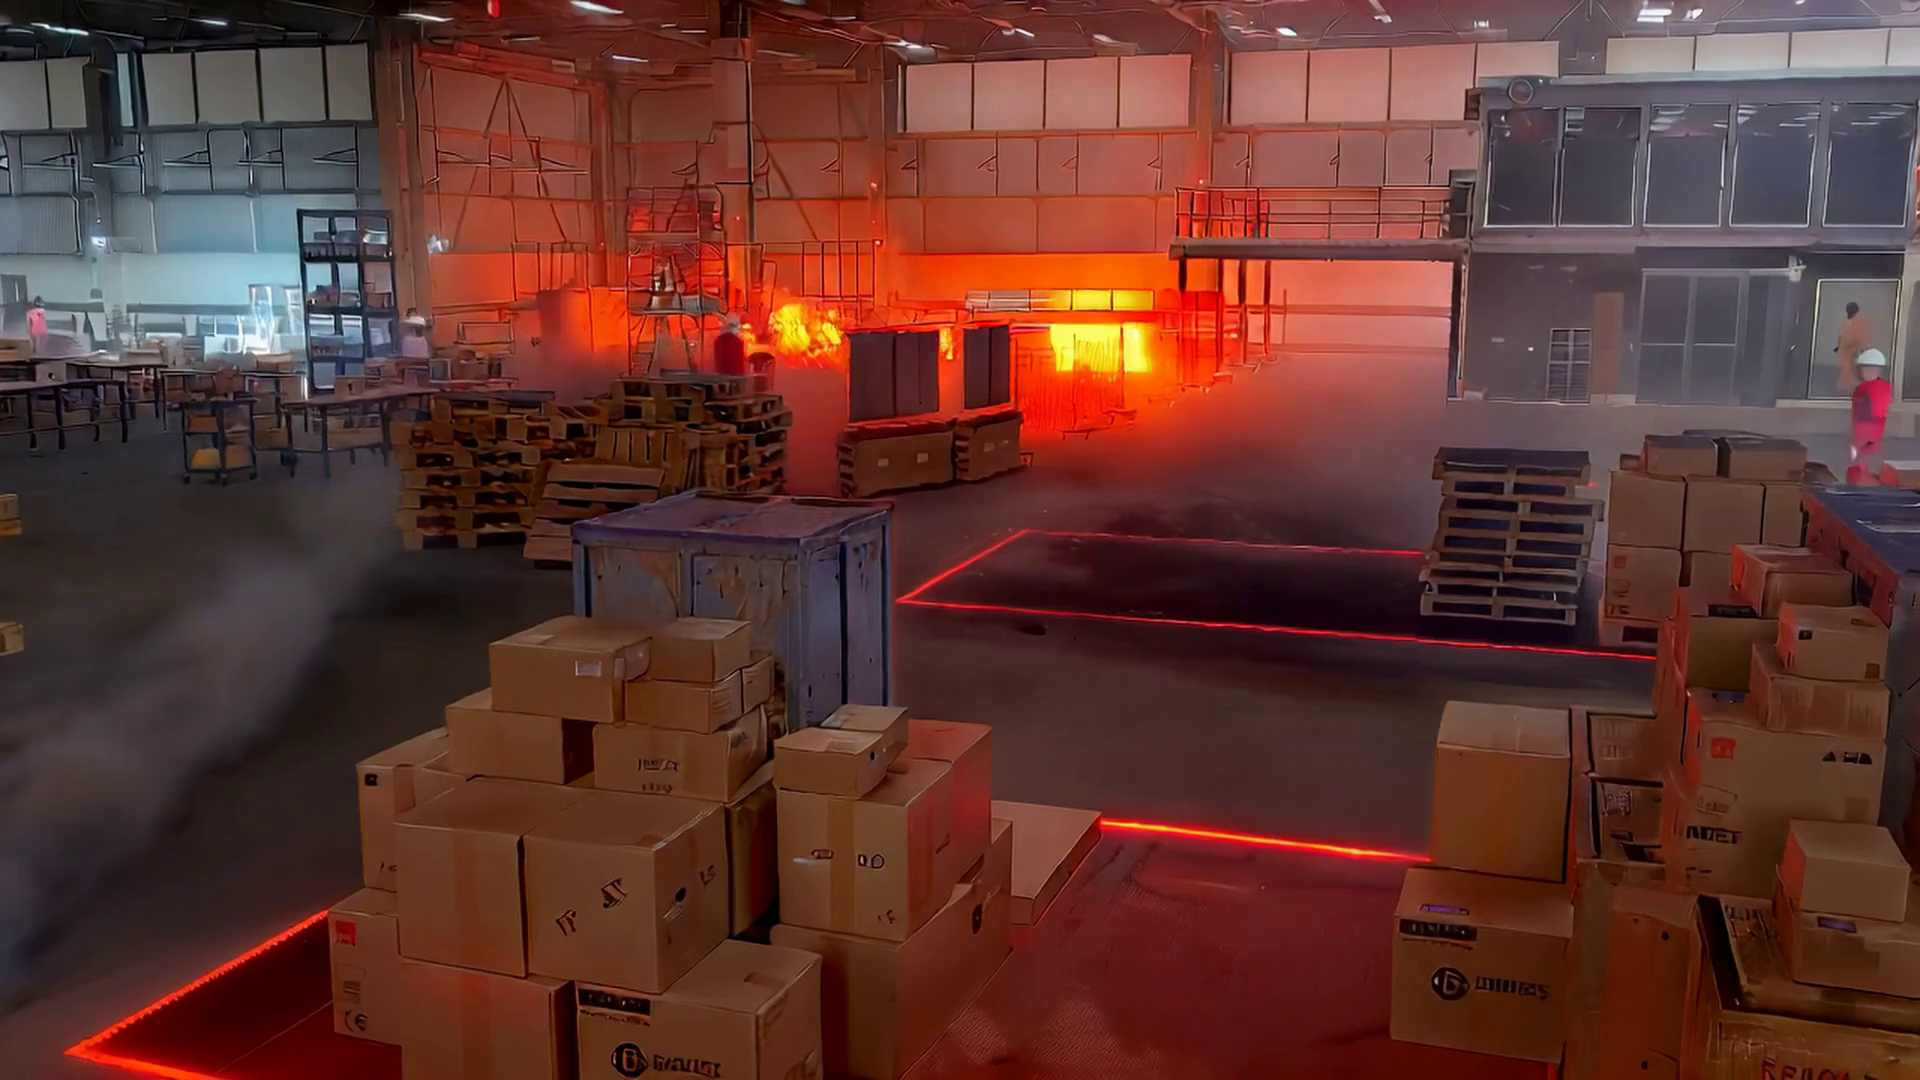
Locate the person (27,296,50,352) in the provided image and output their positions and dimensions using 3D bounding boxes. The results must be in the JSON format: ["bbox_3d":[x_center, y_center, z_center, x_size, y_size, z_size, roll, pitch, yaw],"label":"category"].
[{"bbox_3d":[-22.685,-5.110,40.988,0.328,1.769,0.526,6,12,31],"label":"person"}]

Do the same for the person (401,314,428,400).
[{"bbox_3d":[-9.042,-2.774,27.440,0.737,1.916,0.544,4,11,19],"label":"person"}]

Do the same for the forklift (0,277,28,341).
[{"bbox_3d":[-27.151,-6.329,46.328,1.157,1.987,2.680,3,11,17],"label":"forklift"}]

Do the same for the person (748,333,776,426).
[{"bbox_3d":[-3.020,-2.279,25.201,0.488,1.715,0.825,4,11,22],"label":"person"}]

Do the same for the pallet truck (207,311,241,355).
[{"bbox_3d":[-19.537,-5.575,44.913,0.653,1.274,1.630,3,11,19],"label":"pallet truck"}]

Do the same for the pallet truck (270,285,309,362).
[{"bbox_3d":[-17.147,-5.700,43.663,0.823,1.965,1.885,3,11,17],"label":"pallet truck"}]

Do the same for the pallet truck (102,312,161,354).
[{"bbox_3d":[-23.057,-5.777,46.261,0.680,1.201,1.601,3,11,19],"label":"pallet truck"}]

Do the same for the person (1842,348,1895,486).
[{"bbox_3d":[9.924,-1.122,18.110,0.553,1.923,0.732,-3,10,-16],"label":"person"}]

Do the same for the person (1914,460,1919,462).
[{"bbox_3d":[13.375,-1.921,22.700,0.337,1.882,0.584,0,10,-3],"label":"person"}]

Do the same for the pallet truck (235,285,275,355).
[{"bbox_3d":[-18.327,-5.835,44.421,0.823,1.965,1.885,4,11,23],"label":"pallet truck"}]

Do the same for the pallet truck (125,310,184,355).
[{"bbox_3d":[-22.038,-5.665,45.457,0.704,1.261,1.522,3,11,17],"label":"pallet truck"}]

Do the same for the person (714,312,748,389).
[{"bbox_3d":[-3.650,-2.591,26.211,0.628,1.979,0.563,8,13,38],"label":"person"}]
